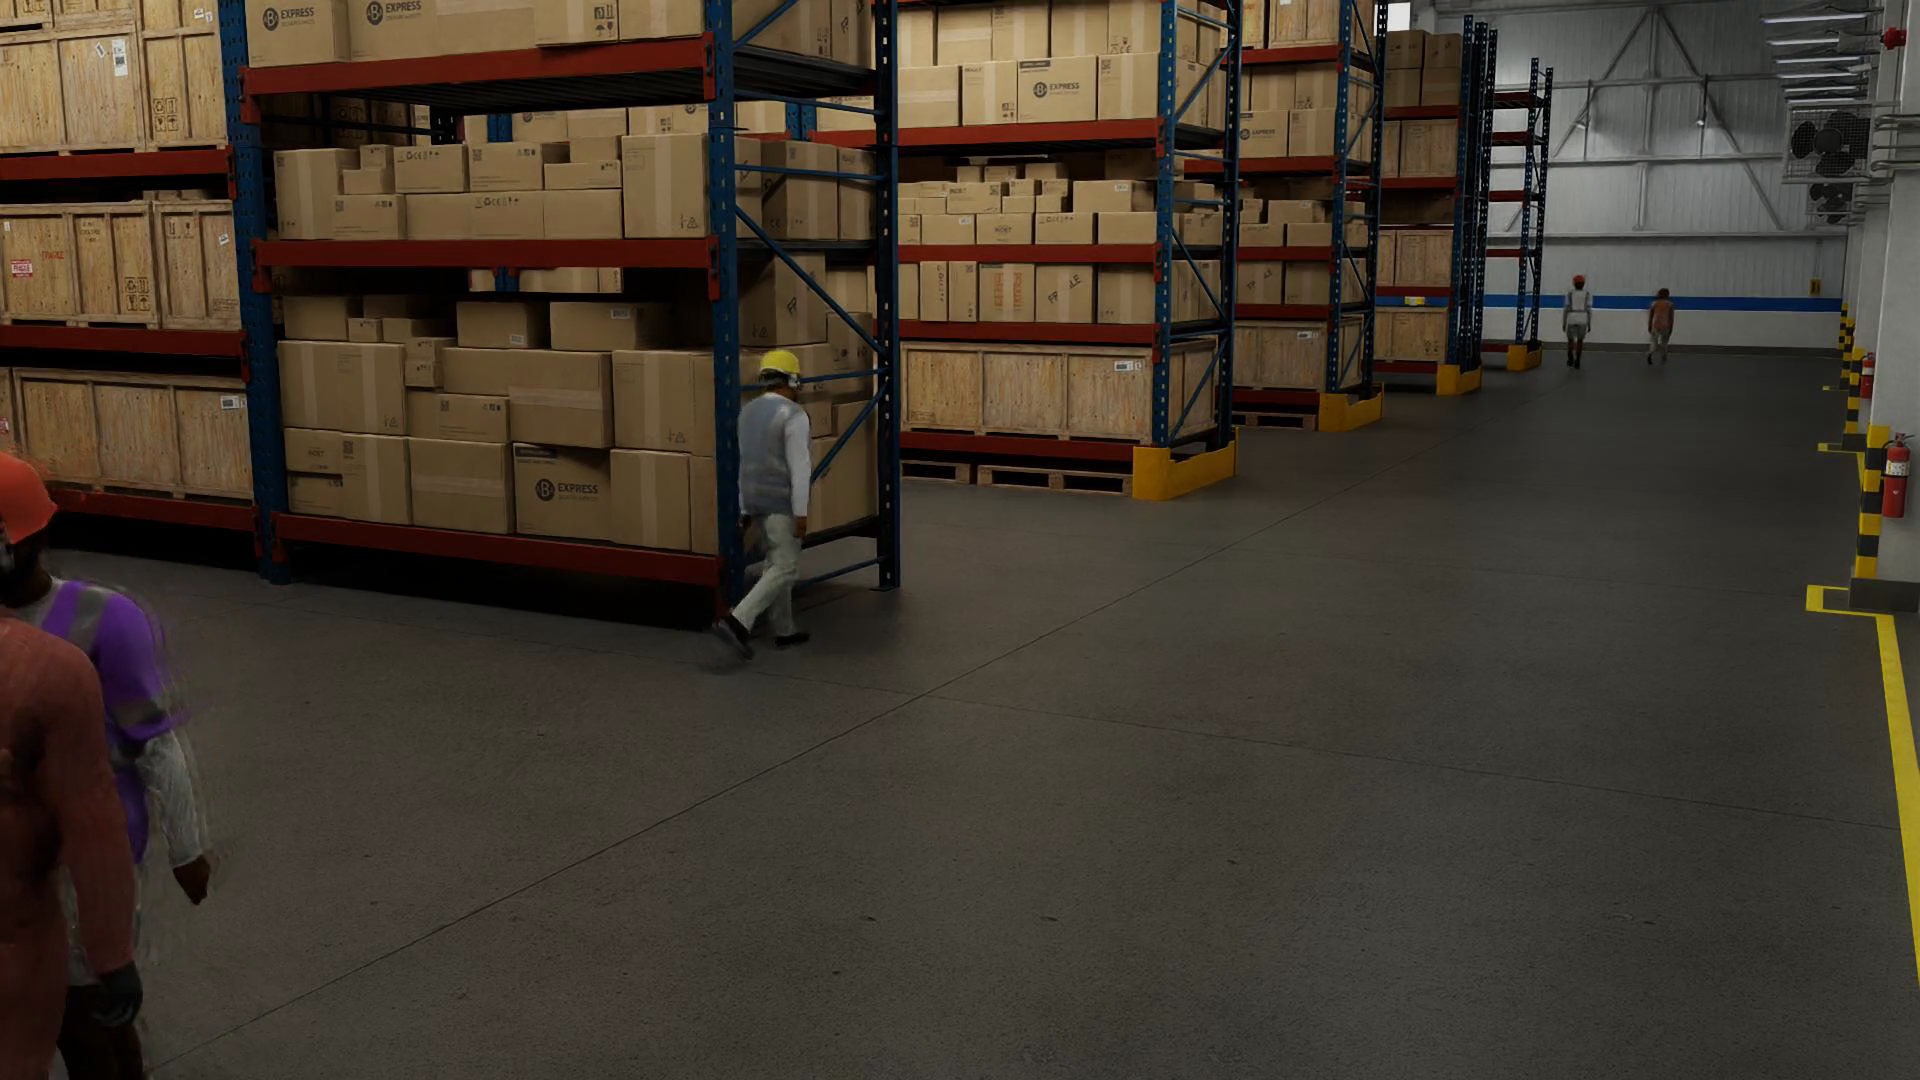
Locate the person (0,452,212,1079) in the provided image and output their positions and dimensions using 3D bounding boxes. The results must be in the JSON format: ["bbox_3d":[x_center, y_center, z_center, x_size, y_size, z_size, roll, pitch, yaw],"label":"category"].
[{"bbox_3d":[-2.137,0.739,3.834,0.557,1.897,0.758,2,10,13],"label":"person"}]

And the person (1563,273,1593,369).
[{"bbox_3d":[12.468,-4.415,33.588,0.555,1.925,0.451,4,10,21],"label":"person"}]

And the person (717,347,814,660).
[{"bbox_3d":[-1.137,-0.203,9.581,0.720,1.791,0.620,-9,13,-42],"label":"person"}]

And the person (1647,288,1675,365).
[{"bbox_3d":[14.571,-4.440,34.625,0.521,1.623,0.653,8,13,38],"label":"person"}]

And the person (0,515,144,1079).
[{"bbox_3d":[-2.063,0.813,3.484,0.757,1.862,0.820,0,10,2],"label":"person"}]
